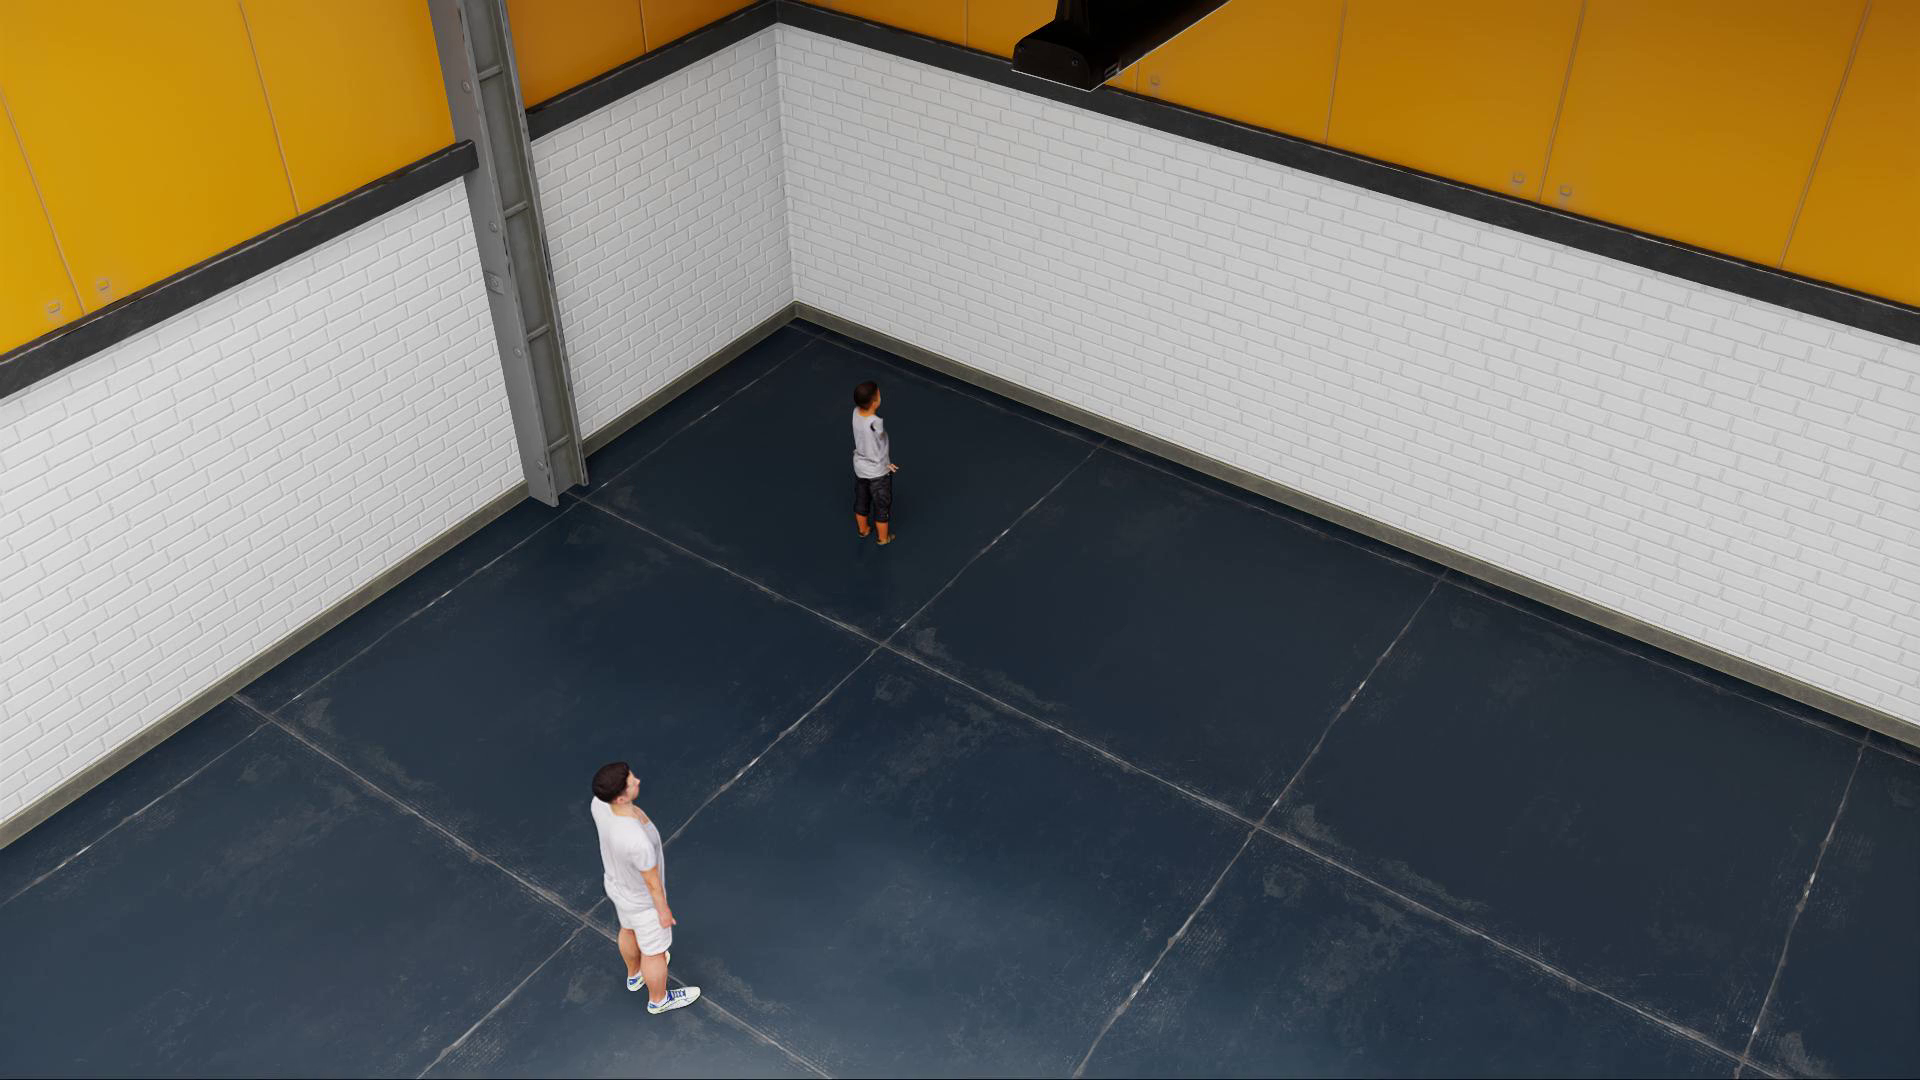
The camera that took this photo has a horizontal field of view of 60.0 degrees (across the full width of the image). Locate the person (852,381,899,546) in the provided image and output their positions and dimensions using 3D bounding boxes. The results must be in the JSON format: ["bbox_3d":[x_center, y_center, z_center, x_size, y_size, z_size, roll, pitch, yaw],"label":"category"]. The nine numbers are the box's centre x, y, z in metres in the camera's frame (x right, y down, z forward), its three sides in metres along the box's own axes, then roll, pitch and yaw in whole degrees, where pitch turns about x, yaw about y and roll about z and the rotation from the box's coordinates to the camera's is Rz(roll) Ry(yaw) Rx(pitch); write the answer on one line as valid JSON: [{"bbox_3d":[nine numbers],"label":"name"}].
[{"bbox_3d":[-0.663,-0.613,12.479,0.565,1.456,0.495,25,45,28],"label":"person"}]

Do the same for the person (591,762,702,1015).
[{"bbox_3d":[-1.764,1.880,9.039,0.663,1.855,0.743,-27,46,-30],"label":"person"}]
